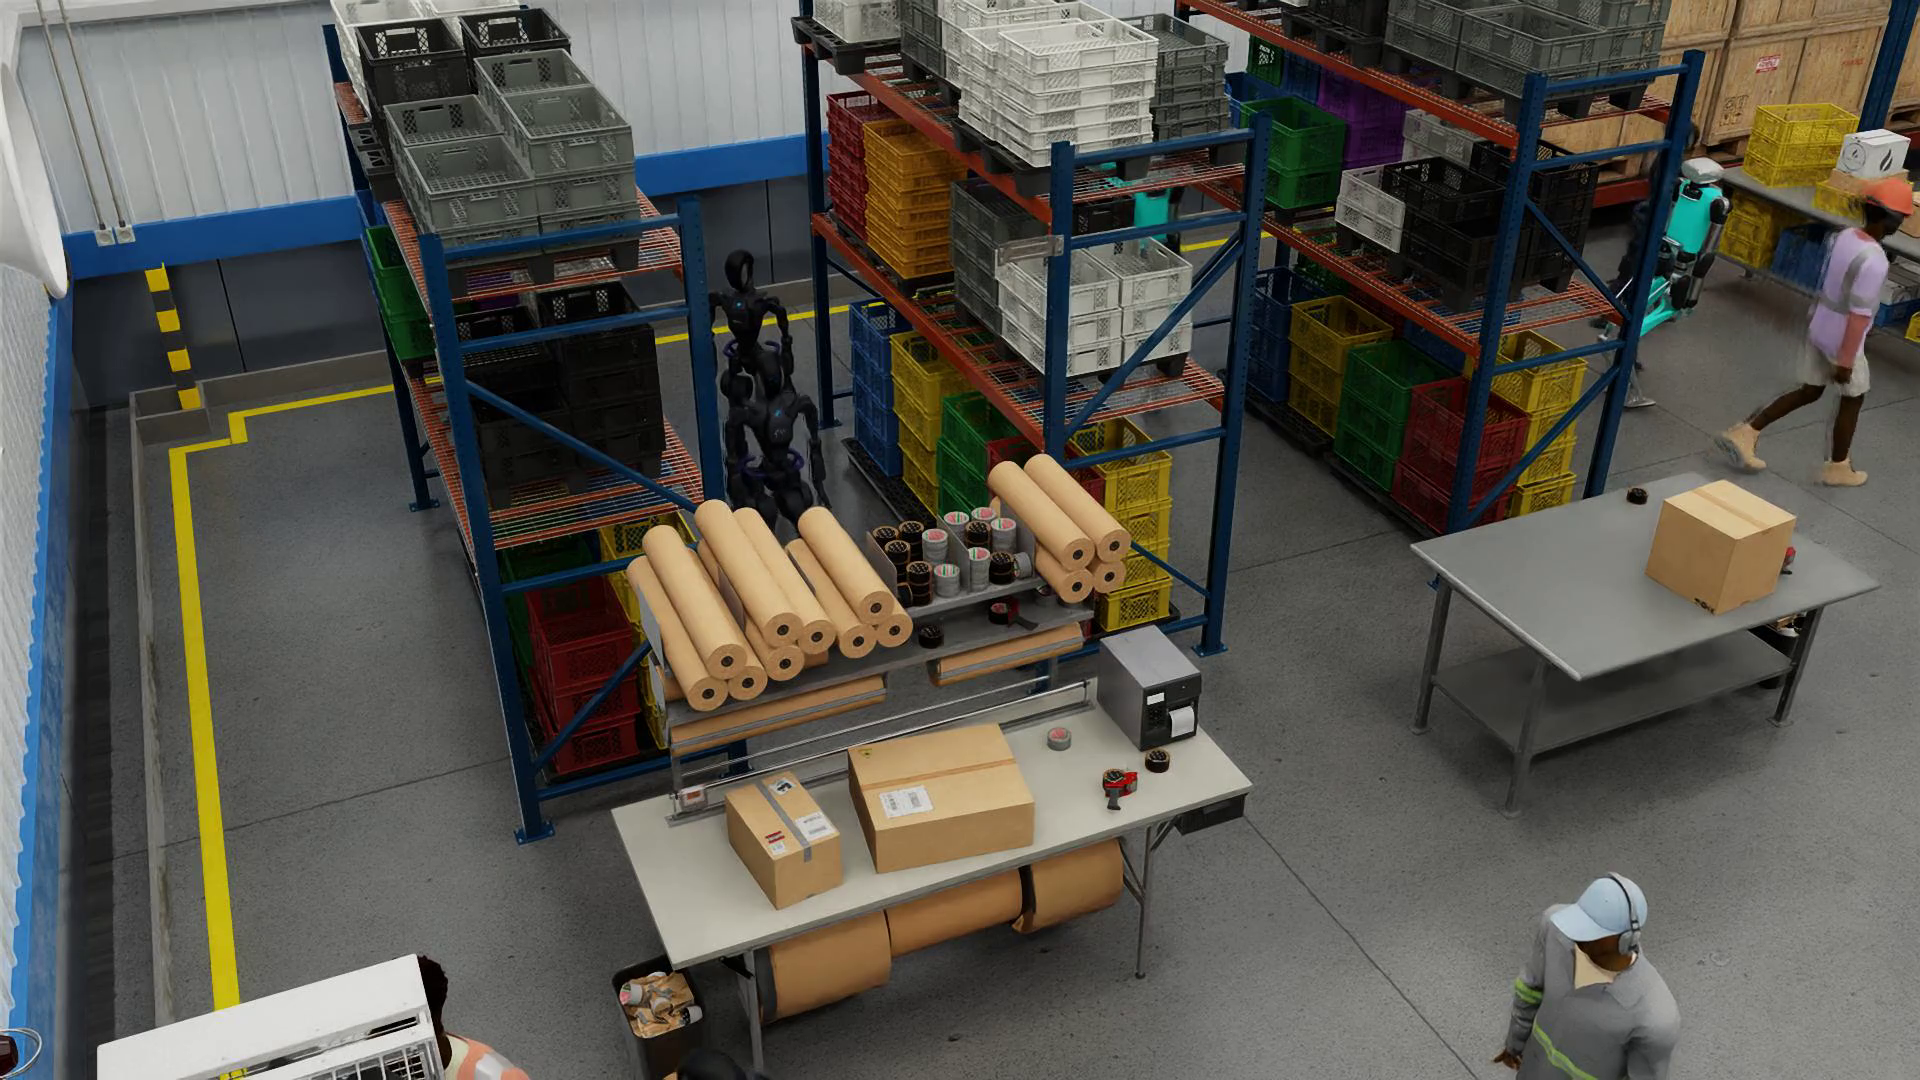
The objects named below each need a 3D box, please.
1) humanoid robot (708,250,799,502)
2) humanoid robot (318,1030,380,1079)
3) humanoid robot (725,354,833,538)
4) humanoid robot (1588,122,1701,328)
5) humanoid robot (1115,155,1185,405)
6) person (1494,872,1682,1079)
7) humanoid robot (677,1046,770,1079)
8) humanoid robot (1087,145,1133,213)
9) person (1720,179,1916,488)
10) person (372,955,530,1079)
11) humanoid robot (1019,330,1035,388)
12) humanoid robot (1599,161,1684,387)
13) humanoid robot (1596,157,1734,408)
[{"bbox_3d":[-1.286,-1.015,10.271,0.609,1.652,0.307,7,32,11],"label":"humanoid robot"},{"bbox_3d":[-1.961,1.978,5.358,0.534,1.757,0.915,-23,38,-32],"label":"humanoid robot"},{"bbox_3d":[-0.974,-0.241,9.035,0.584,1.634,0.586,-15,34,-22],"label":"humanoid robot"},{"bbox_3d":[5.209,-2.331,12.431,0.685,1.625,0.589,10,33,15],"label":"humanoid robot"},{"bbox_3d":[1.373,-1.662,11.282,0.546,1.813,0.669,-18,36,-27],"label":"humanoid robot"},{"bbox_3d":[2.000,1.818,5.508,0.400,1.851,0.591,-13,34,-20],"label":"person"},{"bbox_3d":[-0.751,2.143,5.136,0.405,1.651,0.600,15,35,23],"label":"humanoid robot"},{"bbox_3d":[1.055,-2.081,11.956,0.533,1.798,0.637,14,34,22],"label":"humanoid robot"},{"bbox_3d":[5.427,-1.284,10.417,0.881,1.993,0.625,2,32,3],"label":"person"},{"bbox_3d":[-1.538,2.013,5.082,0.602,1.966,0.367,10,33,16],"label":"person"},{"bbox_3d":[0.483,-1.851,11.561,0.534,1.747,0.781,20,37,29],"label":"humanoid robot"},{"bbox_3d":[4.797,-1.874,11.666,0.593,1.657,0.323,-21,38,-31],"label":"humanoid robot"},{"bbox_3d":[4.681,-1.726,11.294,0.730,1.704,0.532,-10,33,-16],"label":"humanoid robot"}]
